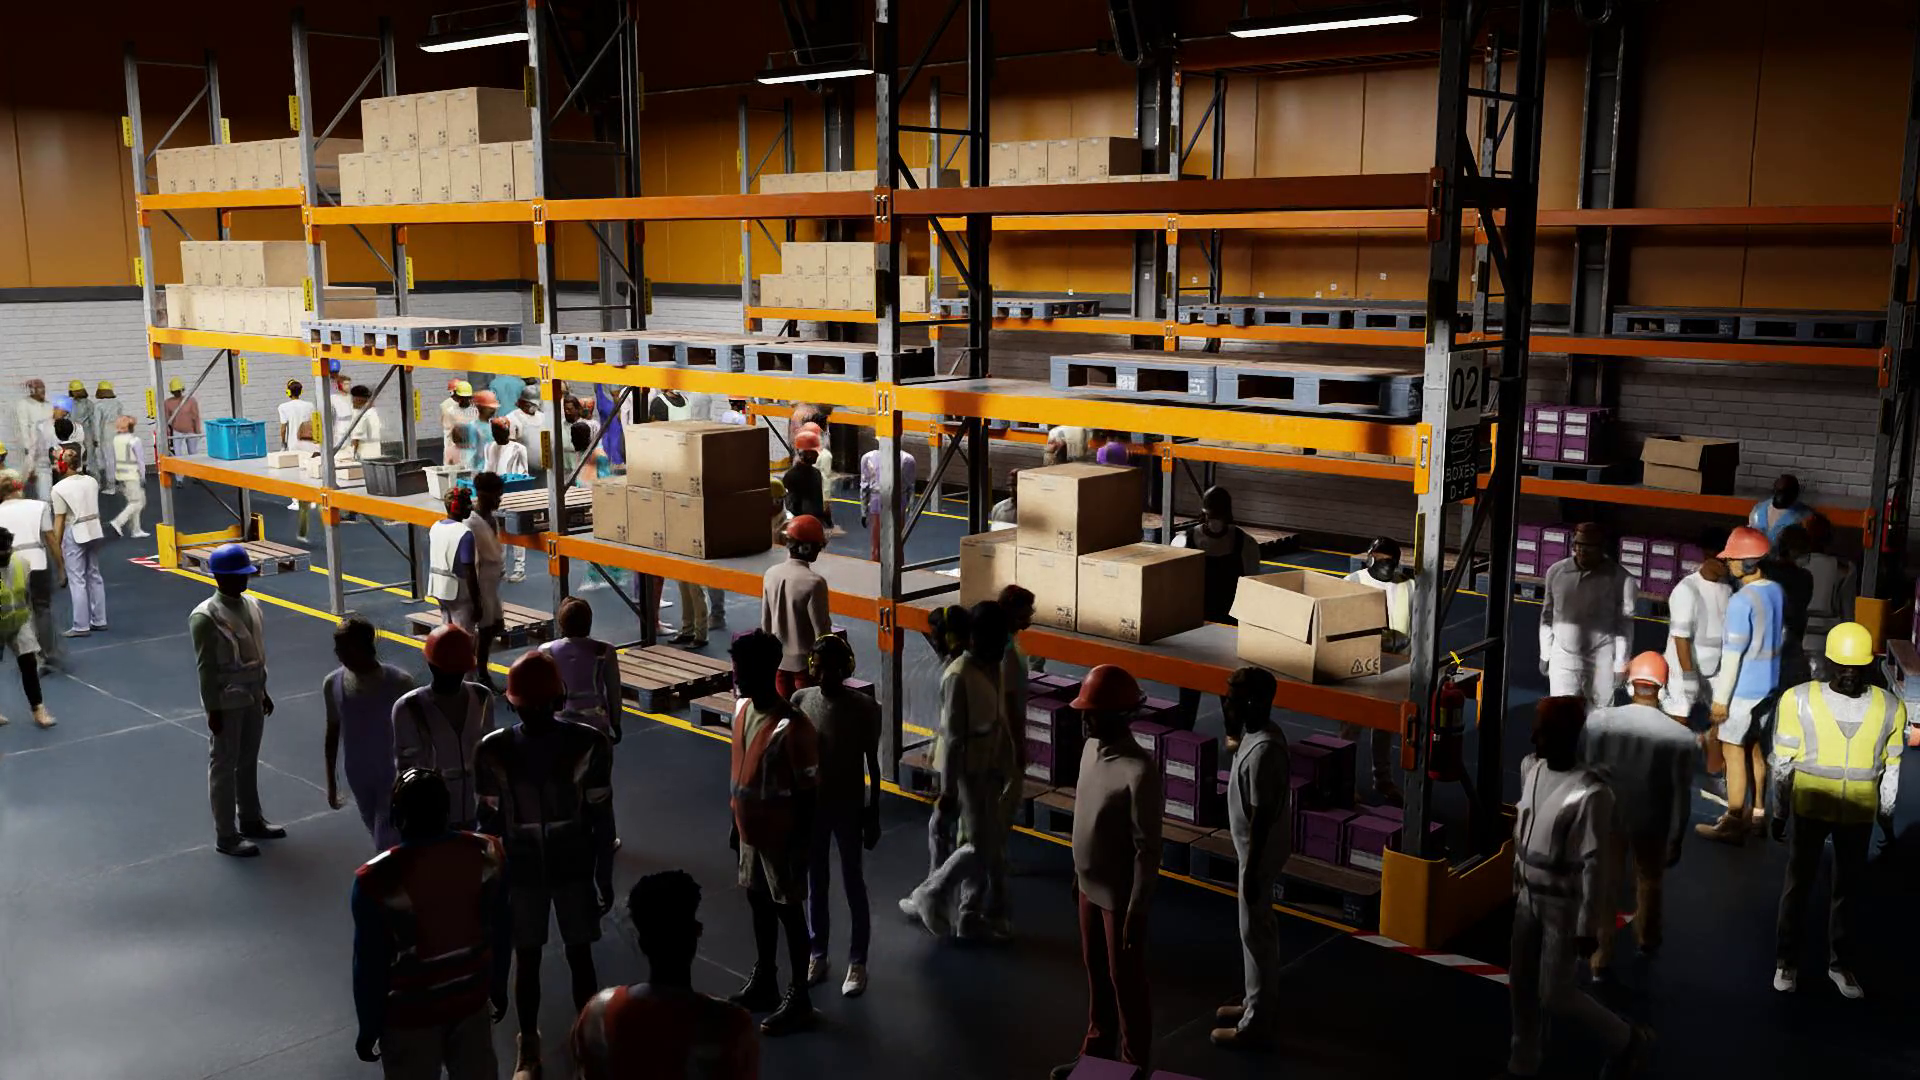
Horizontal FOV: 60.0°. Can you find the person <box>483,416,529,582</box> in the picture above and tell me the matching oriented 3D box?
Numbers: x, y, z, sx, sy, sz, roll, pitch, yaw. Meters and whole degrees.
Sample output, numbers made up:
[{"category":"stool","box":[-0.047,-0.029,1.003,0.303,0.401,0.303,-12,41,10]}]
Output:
[{"category":"person","box":[-5.130,-0.464,18.749,0.573,1.887,0.355,4,11,21]}]

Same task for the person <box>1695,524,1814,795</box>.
[{"category":"person","box":[5.590,0.802,11.519,0.617,1.905,0.878,-4,11,-23]}]

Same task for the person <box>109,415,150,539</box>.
[{"category":"person","box":[-10.698,-0.792,21.336,0.522,1.618,0.544,6,11,29]}]

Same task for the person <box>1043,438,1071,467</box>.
[{"category":"person","box":[0.928,-0.076,16.540,0.507,1.886,0.660,1,10,5]}]

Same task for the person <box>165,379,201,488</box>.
[{"category":"person","box":[-12.229,-1.688,26.181,0.528,1.711,0.631,-4,11,-22]}]

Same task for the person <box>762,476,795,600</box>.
[{"category":"person","box":[-1.586,0.354,14.313,0.403,1.824,0.596,-6,12,-30]}]

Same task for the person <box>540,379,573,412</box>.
[{"category":"person","box":[-6.709,-1.963,27.670,0.563,1.729,0.488,-5,11,-26]}]

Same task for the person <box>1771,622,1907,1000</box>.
[{"category":"person","box":[4.399,1.353,8.363,0.590,1.927,0.367,2,10,14]}]

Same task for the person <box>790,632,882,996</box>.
[{"category":"person","box":[-0.647,1.376,8.438,0.510,1.860,0.333,3,11,19]}]

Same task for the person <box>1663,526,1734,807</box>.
[{"category":"person","box":[5.013,0.858,11.143,0.679,1.931,0.745,-7,12,-33]}]

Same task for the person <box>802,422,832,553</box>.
[{"category":"person","box":[-1.744,-0.514,19.455,0.401,1.746,0.593,-6,12,-32]}]

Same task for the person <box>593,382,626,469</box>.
[{"category":"person","box":[-5.886,-2.225,28.273,0.538,2.000,0.684,-9,13,-40]}]

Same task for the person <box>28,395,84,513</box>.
[{"category":"person","box":[-11.462,-0.889,21.130,0.671,1.893,0.448,-5,11,-27]}]

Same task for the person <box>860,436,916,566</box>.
[{"category":"person","box":[-0.770,-0.321,17.831,0.592,1.923,0.381,0,10,0]}]

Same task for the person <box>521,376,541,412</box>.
[{"category":"person","box":[-7.285,-2.054,28.189,0.491,1.729,0.324,0,10,-2]}]

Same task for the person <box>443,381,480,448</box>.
[{"category":"person","box":[-6.822,-1.236,23.008,0.594,1.922,0.385,-6,12,-33]}]

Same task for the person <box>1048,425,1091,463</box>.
[{"category":"person","box":[1.319,-0.801,20.618,0.615,1.905,0.460,-7,12,-34]}]

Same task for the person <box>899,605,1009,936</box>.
[{"category":"person","box":[-0.030,1.254,9.179,0.811,1.827,0.590,6,12,32]}]

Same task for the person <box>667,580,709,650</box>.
[{"category":"person","box":[-2.561,0.154,15.639,0.328,1.750,0.560,-7,12,-36]}]

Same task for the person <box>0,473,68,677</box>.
[{"category":"person","box":[-8.285,0.292,14.741,0.654,1.786,0.841,-6,12,-29]}]

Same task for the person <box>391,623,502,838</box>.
[{"category":"person","box":[-2.537,1.357,8.337,0.543,1.928,0.371,-10,14,-43]}]

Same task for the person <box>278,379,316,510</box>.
[{"category":"person","box":[-9.511,-1.368,23.897,0.514,1.876,0.328,-8,13,-40]}]

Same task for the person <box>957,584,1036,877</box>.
[{"category":"person","box":[0.195,1.132,9.984,0.481,1.808,0.653,-2,10,-9]}]

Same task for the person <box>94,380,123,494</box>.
[{"category":"person","box":[-13.027,-1.573,25.459,0.342,1.730,0.503,4,11,20]}]

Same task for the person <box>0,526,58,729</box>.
[{"category":"person","box":[-7.404,0.688,12.919,0.858,1.630,0.539,6,12,30]}]

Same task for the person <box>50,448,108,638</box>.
[{"category":"person","box":[-8.527,0.026,16.113,0.394,1.838,0.560,2,10,11]}]

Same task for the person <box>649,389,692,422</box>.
[{"category":"person","box":[-3.999,-1.373,23.453,0.539,2.000,0.689,7,12,36]}]

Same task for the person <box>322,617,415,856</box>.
[{"category":"person","box":[-3.204,1.273,9.197,0.521,1.804,0.918,1,10,3]}]

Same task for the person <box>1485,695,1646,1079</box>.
[{"category":"person","box":[2.672,1.578,7.290,0.613,1.870,0.580,-2,10,-13]}]

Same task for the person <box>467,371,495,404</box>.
[{"category":"person","box":[-8.873,-2.585,30.756,0.652,1.892,0.394,6,12,31]}]

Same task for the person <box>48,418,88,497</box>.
[{"category":"person","box":[-10.836,-0.633,20.240,0.317,1.695,0.540,3,11,18]}]

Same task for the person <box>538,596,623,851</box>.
[{"category":"person","box":[-2.340,1.157,10.270,0.521,1.645,0.307,-1,10,-6]}]

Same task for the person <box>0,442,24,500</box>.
[{"category":"person","box":[-10.132,-0.194,17.591,0.525,1.760,0.336,2,10,13]}]

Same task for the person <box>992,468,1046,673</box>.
[{"category":"person","box":[0.517,0.334,14.179,0.643,1.910,0.400,6,12,30]}]

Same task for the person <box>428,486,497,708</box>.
[{"category":"person","box":[-4.097,0.484,13.520,0.564,1.840,0.397,9,14,43]}]

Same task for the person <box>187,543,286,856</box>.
[{"category":"person","box":[-4.528,0.981,10.407,0.387,1.948,0.602,2,10,9]}]
